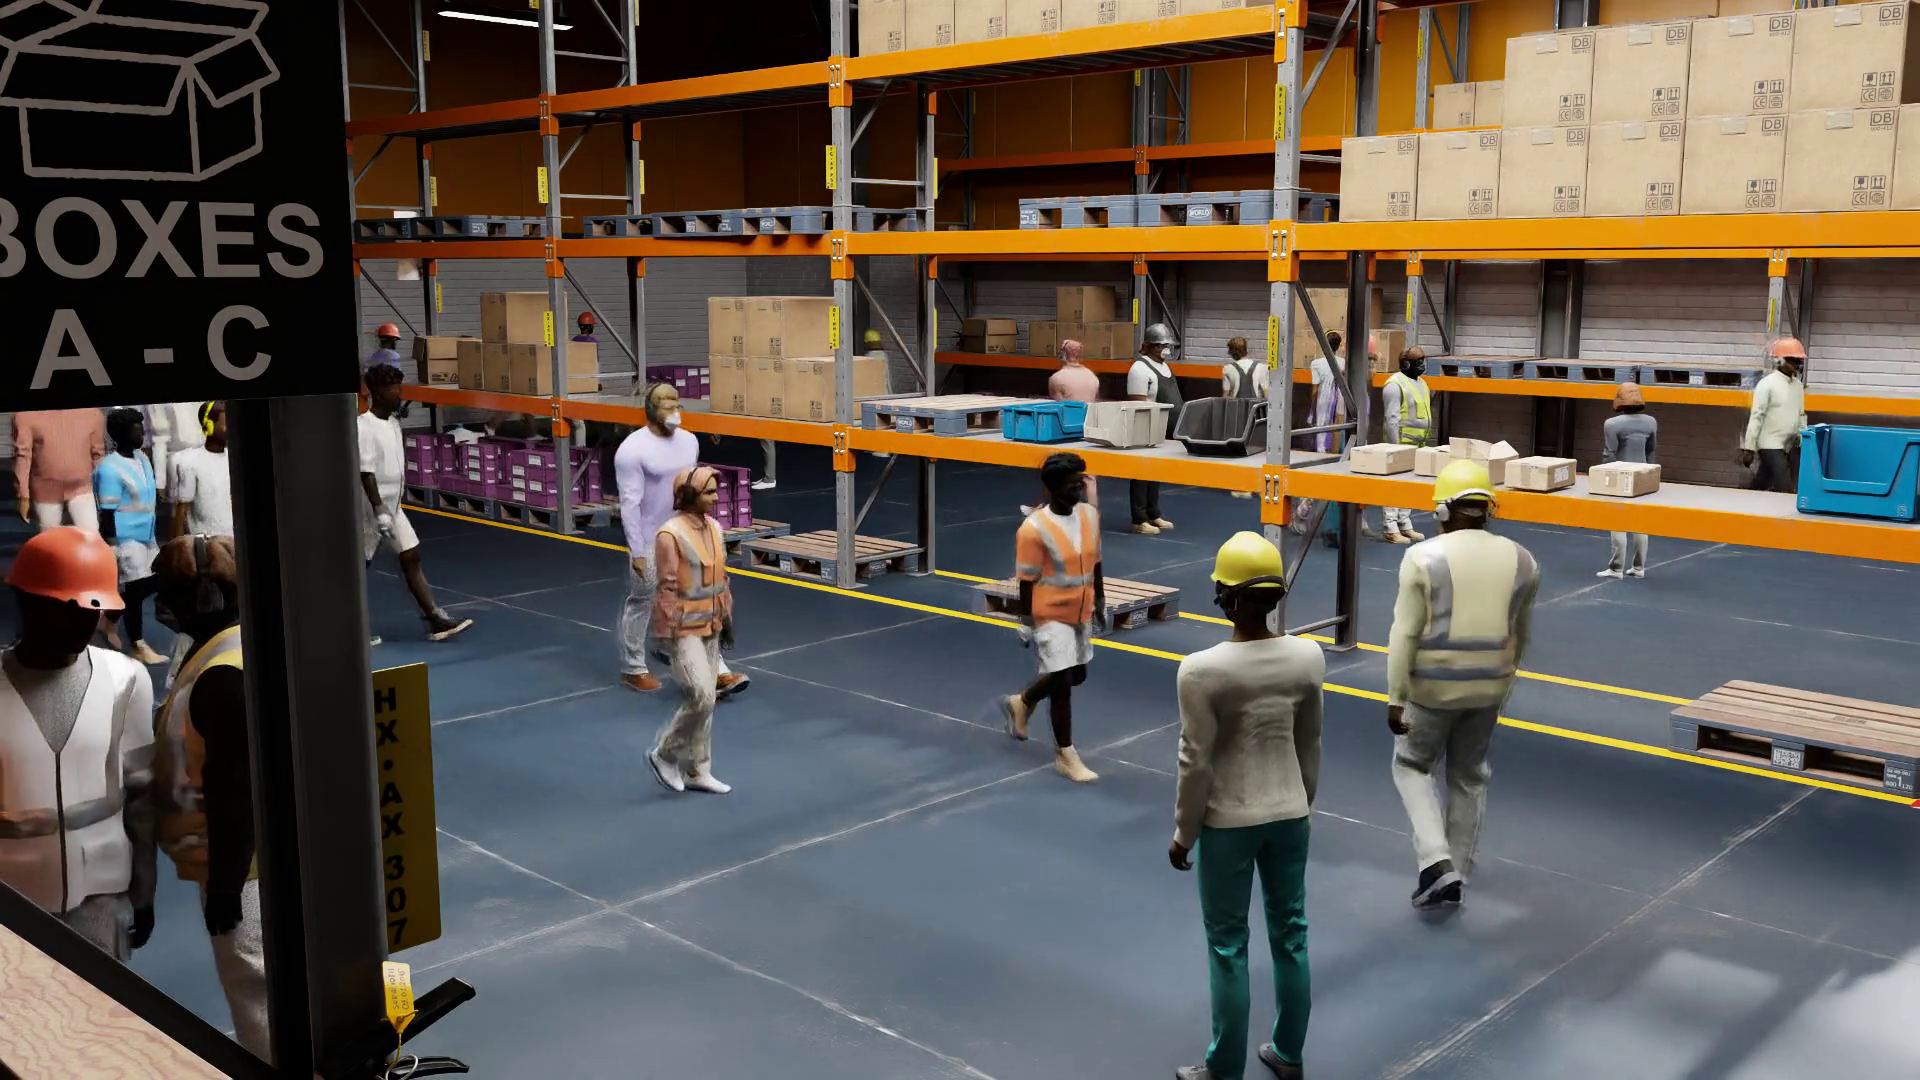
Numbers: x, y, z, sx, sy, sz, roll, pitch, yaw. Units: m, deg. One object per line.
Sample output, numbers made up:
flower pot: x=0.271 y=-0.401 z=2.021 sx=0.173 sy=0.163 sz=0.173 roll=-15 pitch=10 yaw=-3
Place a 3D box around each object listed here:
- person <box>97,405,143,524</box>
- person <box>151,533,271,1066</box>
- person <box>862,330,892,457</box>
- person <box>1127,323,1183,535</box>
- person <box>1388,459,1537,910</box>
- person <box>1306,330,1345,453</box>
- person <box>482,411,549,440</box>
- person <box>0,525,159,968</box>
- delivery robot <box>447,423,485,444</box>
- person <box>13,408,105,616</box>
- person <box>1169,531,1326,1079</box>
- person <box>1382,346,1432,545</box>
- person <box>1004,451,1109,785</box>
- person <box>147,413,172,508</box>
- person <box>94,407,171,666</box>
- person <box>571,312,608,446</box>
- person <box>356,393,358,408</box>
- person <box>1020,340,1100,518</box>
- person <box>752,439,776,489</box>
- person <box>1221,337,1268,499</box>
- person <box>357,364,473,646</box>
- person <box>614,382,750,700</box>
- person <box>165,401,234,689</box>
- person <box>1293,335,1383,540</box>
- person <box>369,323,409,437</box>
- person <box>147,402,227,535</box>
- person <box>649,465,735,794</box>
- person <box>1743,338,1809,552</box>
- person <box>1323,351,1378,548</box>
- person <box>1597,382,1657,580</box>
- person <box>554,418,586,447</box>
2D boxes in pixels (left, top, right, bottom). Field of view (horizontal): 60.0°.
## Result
person: x=-7.877 y=-0.857 z=15.400 sx=0.586 sy=1.835 sz=0.403 roll=0 pitch=9 yaw=2
person: x=-2.067 y=0.886 z=4.728 sx=0.431 sy=1.836 sz=0.620 roll=-4 pitch=10 yaw=-24
person: x=-1.223 y=-2.006 z=22.792 sx=0.723 sy=1.712 sz=0.506 roll=8 pitch=12 yaw=40
person: x=1.915 y=-1.084 z=16.159 sx=0.536 sy=2.000 sz=0.684 roll=5 pitch=11 yaw=29
person: x=1.969 y=0.587 z=6.626 sx=0.615 sy=1.808 sz=0.473 roll=-2 pitch=9 yaw=-10
person: x=4.177 y=-1.438 z=18.836 sx=0.516 sy=1.876 sz=0.327 roll=-2 pitch=9 yaw=-10
person: x=-6.612 y=-2.371 z=24.595 sx=0.890 sy=1.874 sz=0.642 roll=-3 pitch=10 yaw=-19
person: x=-2.414 y=0.901 z=4.378 sx=0.586 sy=1.914 sz=0.589 roll=-8 pitch=13 yaw=-42
delivery robot: x=-6.470 y=-1.265 z=21.526 sx=0.477 sy=0.478 sz=0.707 roll=4 pitch=10 yaw=21
person: x=-6.287 y=-0.313 z=11.683 sx=0.644 sy=1.944 sz=0.921 roll=-8 pitch=12 yaw=-40
person: x=0.876 y=0.853 z=5.121 sx=0.525 sy=1.769 sz=0.327 roll=-4 pitch=10 yaw=-24
person: x=4.186 y=-0.887 z=15.563 sx=0.430 sy=1.845 sz=0.622 roll=8 pitch=12 yaw=42
person: x=0.444 y=0.362 z=8.417 sx=0.567 sy=1.671 sz=0.694 roll=-9 pitch=13 yaw=-42
person: x=-7.517 y=-1.001 z=16.111 sx=0.449 sy=1.887 sz=0.669 roll=7 pitch=12 yaw=37
person: x=-5.393 y=-0.018 z=10.708 sx=0.470 sy=1.678 sz=0.545 roll=0 pitch=9 yaw=0
person: x=-5.391 y=-2.329 z=24.105 sx=0.545 sy=1.938 sz=0.359 roll=7 pitch=11 yaw=35
person: x=-6.349 y=-1.166 z=17.054 sx=0.590 sy=1.915 sz=0.392 roll=8 pitch=12 yaw=42
person: x=1.020 y=-1.020 z=16.291 sx=0.674 sy=1.858 sz=0.987 roll=-7 pitch=11 yaw=-36
person: x=-2.311 y=-1.552 z=19.371 sx=0.370 sy=1.925 sz=0.594 roll=0 pitch=9 yaw=-1
person: x=3.213 y=-1.352 z=18.537 sx=0.645 sy=1.813 sz=0.329 roll=-1 pitch=9 yaw=-5
person: x=-3.819 y=-0.218 z=11.195 sx=0.962 sy=1.917 sz=0.618 roll=2 pitch=9 yaw=10
person: x=-1.688 y=0.026 z=9.794 sx=0.989 sy=1.889 sz=0.661 roll=8 pitch=12 yaw=39
person: x=-4.392 y=0.059 z=9.883 sx=1.000 sy=1.804 sz=0.519 roll=2 pitch=9 yaw=12
person: x=3.597 y=-0.978 z=15.774 sx=0.791 sy=1.960 sz=0.659 roll=7 pitch=12 yaw=38
person: x=-6.967 y=-1.653 z=20.070 sx=0.578 sy=1.906 sz=0.731 roll=9 pitch=13 yaw=42
person: x=-5.920 y=-0.511 z=12.882 sx=0.642 sy=1.975 sz=1.035 roll=-8 pitch=12 yaw=-40
person: x=-1.265 y=0.446 z=8.027 sx=0.371 sy=1.623 sz=0.549 roll=4 pitch=10 yaw=21
person: x=7.514 y=-0.883 z=15.262 sx=0.636 sy=1.936 sz=1.075 roll=-6 pitch=11 yaw=-35
person: x=3.542 y=-0.805 z=15.103 sx=0.457 sy=1.818 sz=0.611 roll=5 pitch=10 yaw=26
person: x=5.493 y=-0.483 z=13.720 sx=0.503 sy=1.631 sz=0.283 roll=-3 pitch=10 yaw=-16
person: x=-4.992 y=-1.719 z=21.351 sx=0.549 sy=1.603 sz=0.619 roll=9 pitch=13 yaw=44
